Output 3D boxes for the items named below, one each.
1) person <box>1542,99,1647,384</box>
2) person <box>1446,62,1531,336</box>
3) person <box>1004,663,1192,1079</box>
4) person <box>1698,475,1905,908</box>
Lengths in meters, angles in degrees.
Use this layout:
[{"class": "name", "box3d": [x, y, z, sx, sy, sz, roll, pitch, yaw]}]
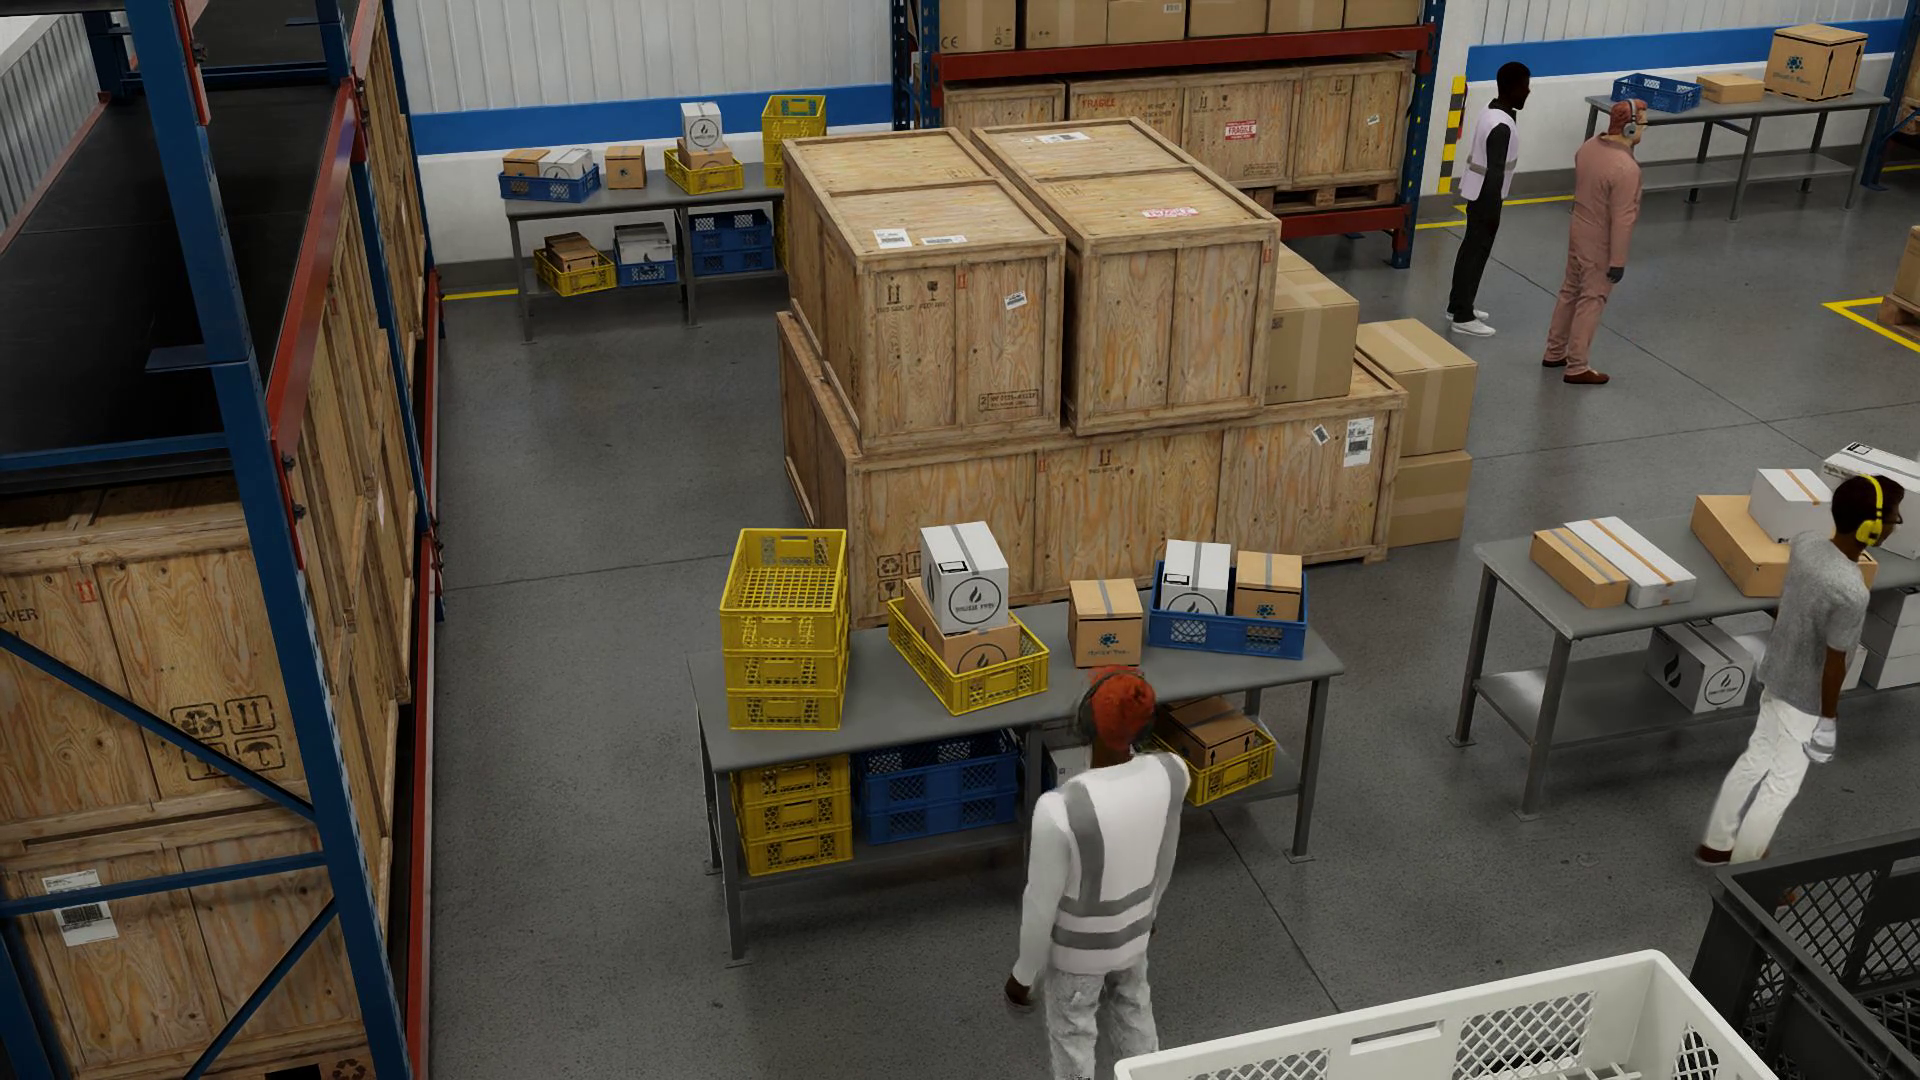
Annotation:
[{"class": "person", "box3d": [4.234, -1.959, 10.975, 0.402, 1.901, 0.647, -3, 29, -6]}, {"class": "person", "box3d": [3.725, -2.421, 11.788, 0.372, 1.916, 0.597, 4, 29, 8]}, {"class": "person", "box3d": [0.449, 1.236, 5.204, 0.668, 1.872, 0.351, -20, 35, -32]}, {"class": "person", "box3d": [3.231, 0.592, 6.389, 0.323, 1.855, 0.511, 1, 29, 1]}]
